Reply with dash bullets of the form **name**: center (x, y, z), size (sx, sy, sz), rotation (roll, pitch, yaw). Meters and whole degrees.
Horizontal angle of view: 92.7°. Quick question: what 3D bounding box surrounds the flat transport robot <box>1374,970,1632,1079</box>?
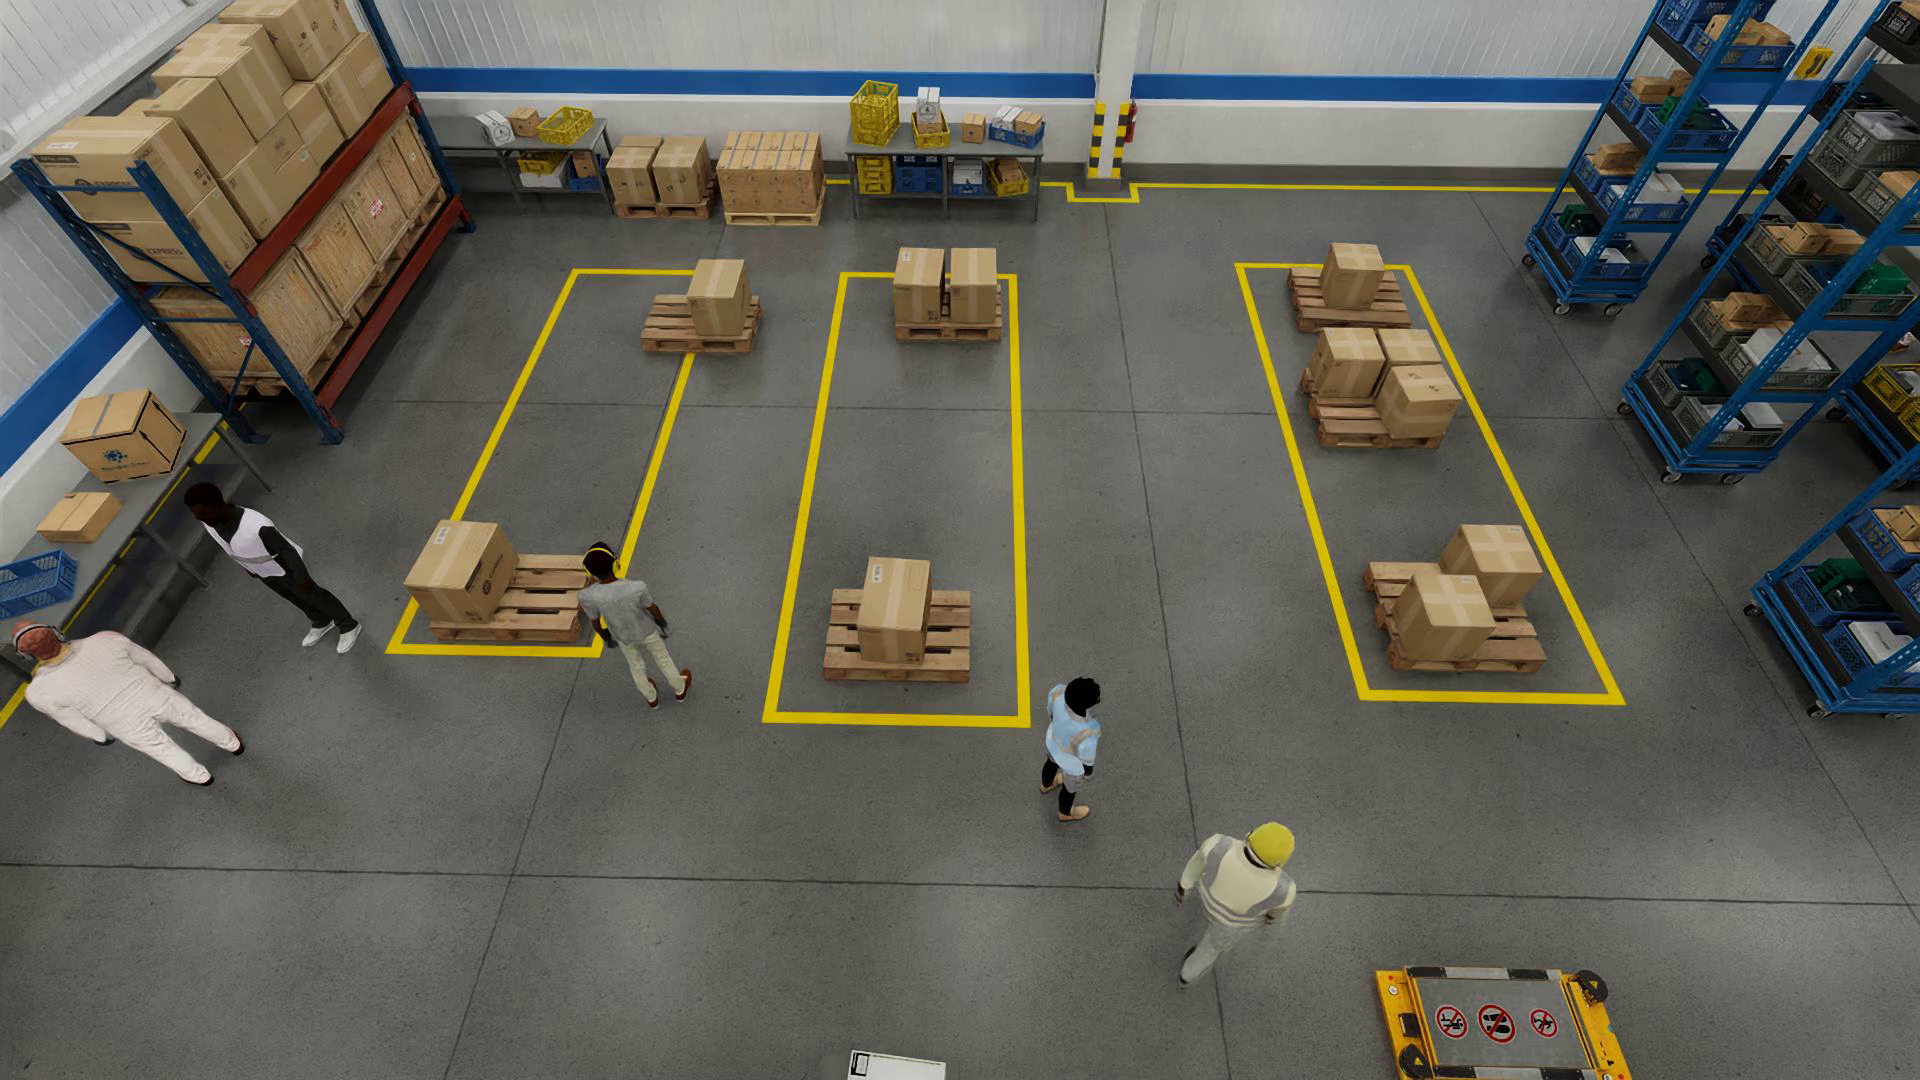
- **flat transport robot**: center (3.501, 3.133, 5.914), size (1.431, 0.197, 0.652), rotation (1, 51, 1)

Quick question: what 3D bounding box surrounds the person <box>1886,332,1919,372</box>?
- **person**: center (10.662, -2.659, 9.532), size (0.375, 1.995, 0.611), rotation (-17, 53, -13)

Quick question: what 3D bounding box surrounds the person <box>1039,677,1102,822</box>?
- **person**: center (0.773, 1.449, 6.372), size (0.319, 1.697, 0.533), rotation (-20, 54, -16)

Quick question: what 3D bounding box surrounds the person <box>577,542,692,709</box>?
- **person**: center (-2.449, 0.677, 6.897), size (0.518, 1.865, 0.326), rotation (-10, 52, -8)

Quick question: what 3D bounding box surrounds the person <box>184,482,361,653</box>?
- **person**: center (-5.403, 0.214, 7.239), size (0.591, 1.919, 0.390), rotation (11, 52, 9)

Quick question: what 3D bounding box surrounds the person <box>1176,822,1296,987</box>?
- **person**: center (1.721, 2.182, 5.728), size (0.609, 1.776, 0.933), rotation (31, 57, 23)

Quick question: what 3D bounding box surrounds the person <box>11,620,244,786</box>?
- **person**: center (-5.877, 1.153, 6.480), size (0.406, 1.911, 0.636), rotation (21, 54, 17)
